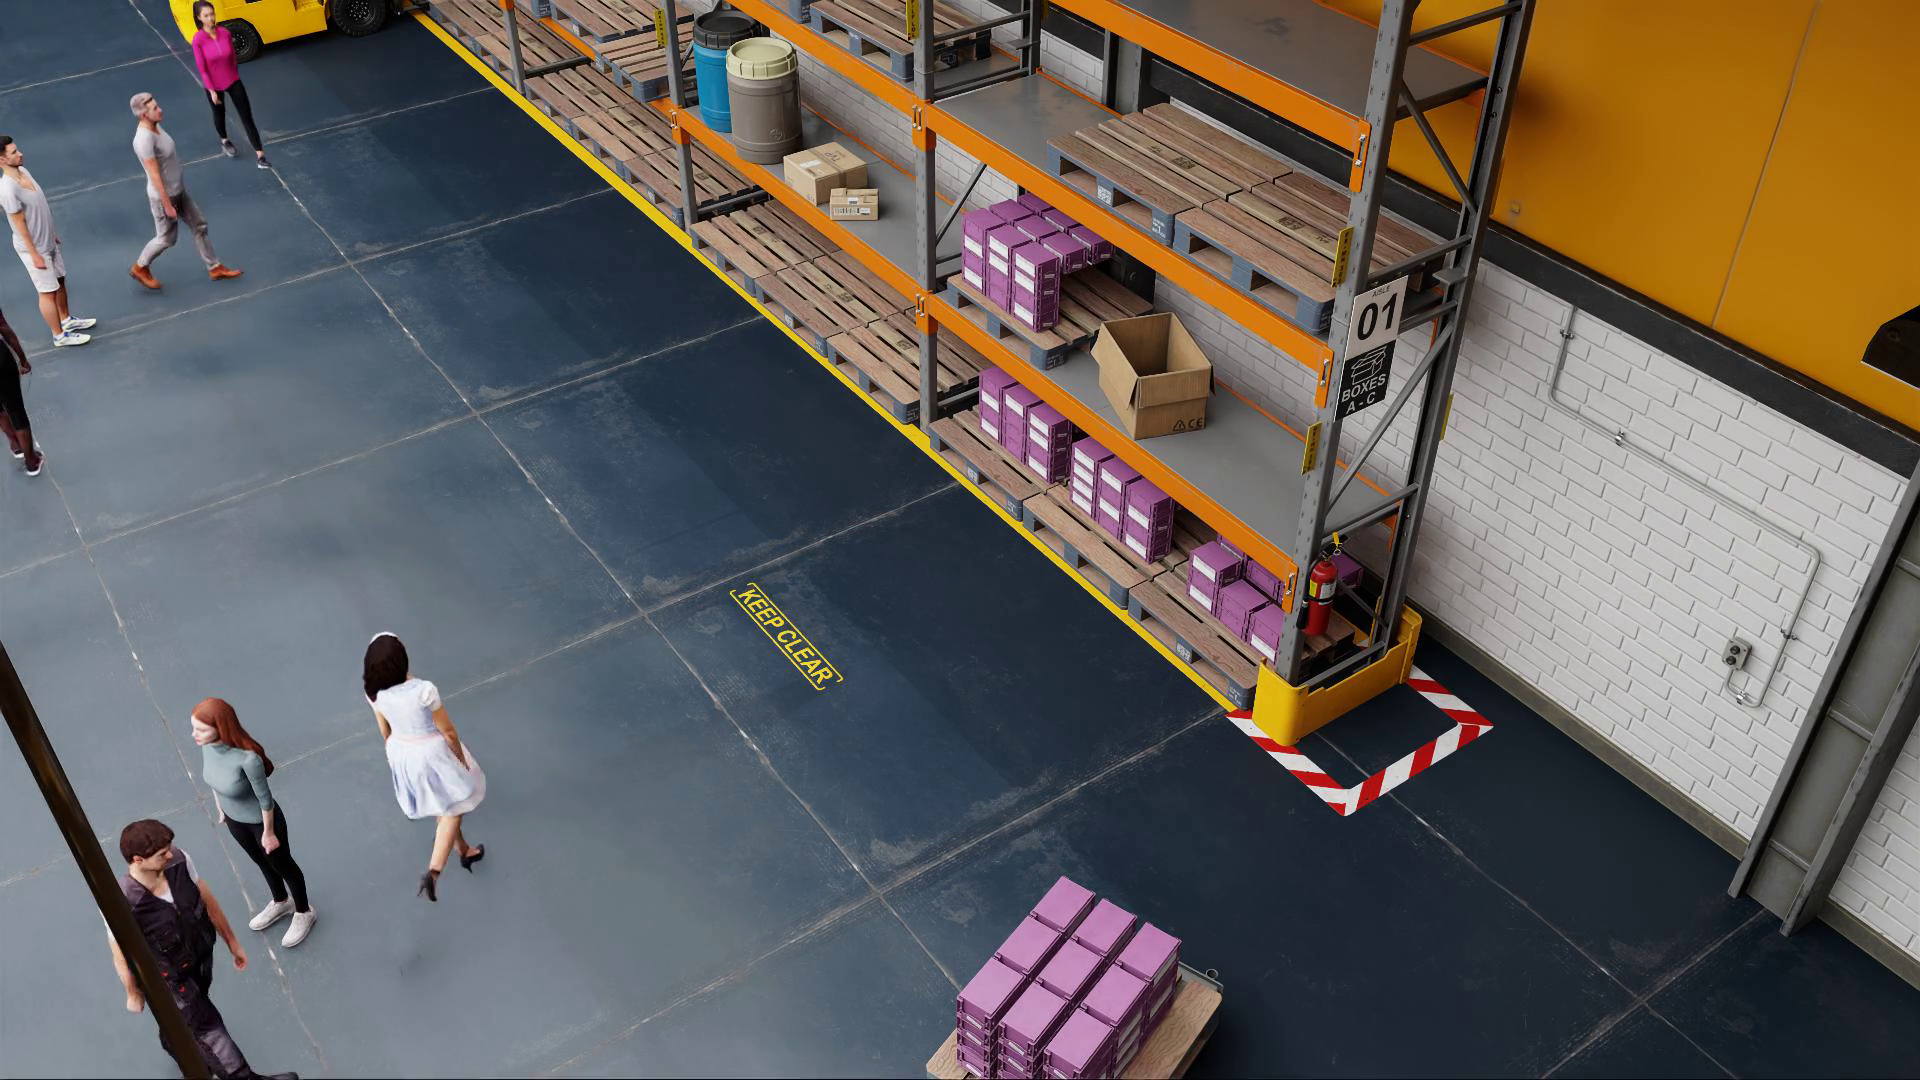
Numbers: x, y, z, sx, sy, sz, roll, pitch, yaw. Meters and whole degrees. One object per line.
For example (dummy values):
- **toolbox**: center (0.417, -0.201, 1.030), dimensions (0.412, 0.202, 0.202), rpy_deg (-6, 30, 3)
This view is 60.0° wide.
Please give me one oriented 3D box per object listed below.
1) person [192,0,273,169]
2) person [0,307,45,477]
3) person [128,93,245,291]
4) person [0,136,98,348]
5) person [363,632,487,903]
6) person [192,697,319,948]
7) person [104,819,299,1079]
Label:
- **person**: center (-7.359, -4.523, 16.512), dimensions (0.701, 1.654, 1.170), rpy_deg (-30, 48, -32)
- **person**: center (-7.169, -1.220, 12.304), dimensions (0.681, 1.743, 0.771), rpy_deg (-16, 41, -19)
- **person**: center (-7.003, -2.996, 14.483), dimensions (1.093, 1.800, 1.224), rpy_deg (-6, 39, -8)
- **person**: center (-7.669, -2.473, 13.786), dimensions (0.810, 1.853, 0.681), rpy_deg (-5, 39, -6)
- **person**: center (-2.945, 1.306, 9.107), dimensions (0.985, 1.787, 1.051), rpy_deg (6, 39, 8)
- **person**: center (-3.786, 1.492, 8.908), dimensions (0.607, 1.743, 0.717), rpy_deg (21, 43, 24)
- **person**: center (-3.919, 2.043, 8.172), dimensions (1.185, 1.801, 1.090), rpy_deg (13, 40, 15)
